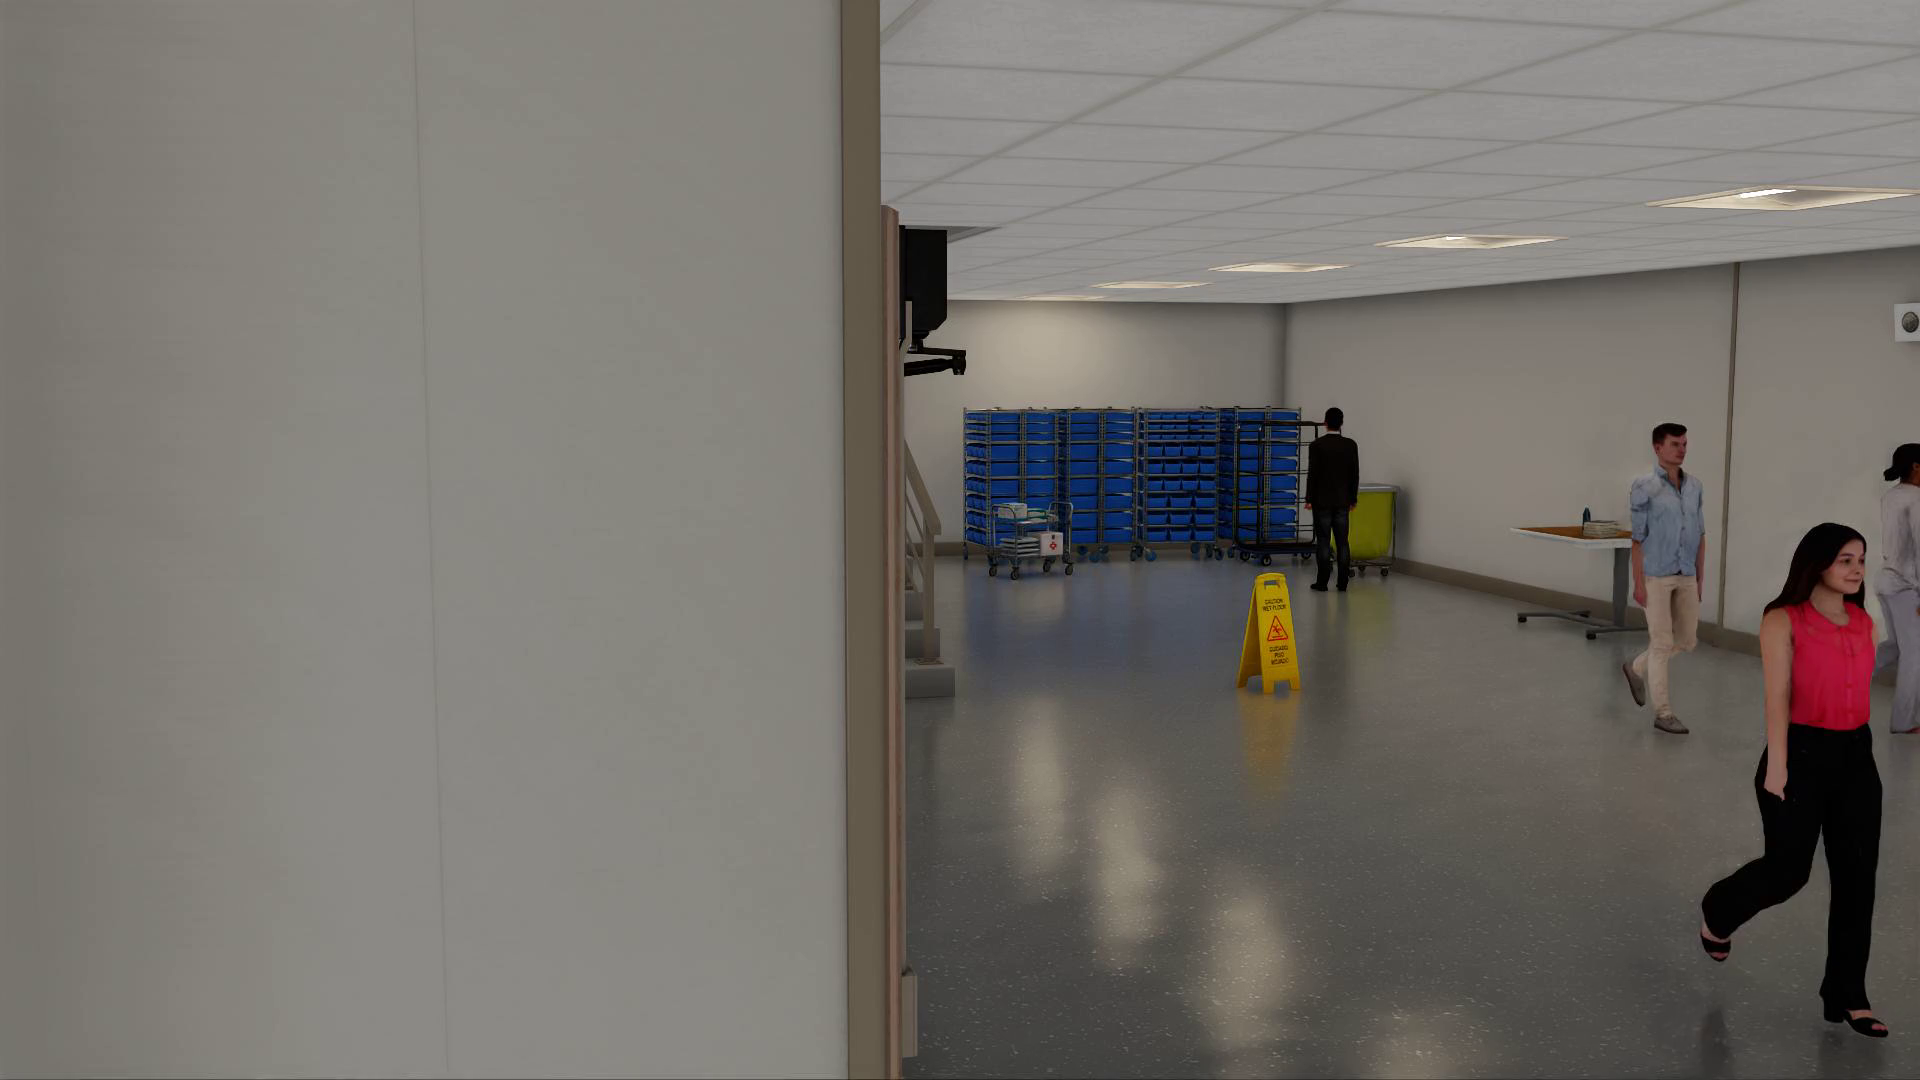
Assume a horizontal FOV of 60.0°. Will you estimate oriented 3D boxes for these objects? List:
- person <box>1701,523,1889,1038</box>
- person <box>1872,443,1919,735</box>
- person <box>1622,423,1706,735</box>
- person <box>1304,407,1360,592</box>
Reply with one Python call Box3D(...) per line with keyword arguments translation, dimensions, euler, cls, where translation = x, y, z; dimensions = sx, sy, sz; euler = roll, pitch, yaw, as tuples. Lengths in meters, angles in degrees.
Box3D(translation=(2.779, 0.772, 5.512), dimensions=(0.607, 1.637, 0.922), euler=(-1, 6, -13), cls="person")
Box3D(translation=(5.514, 0.293, 9.864), dimensions=(0.895, 1.720, 0.893), euler=(1, 6, 11), cls="person")
Box3D(translation=(4.214, 0.218, 10.055), dimensions=(0.650, 1.832, 0.923), euler=(-1, 6, -13), cls="person")
Box3D(translation=(3.661, -0.405, 16.379), dimensions=(0.715, 1.805, 0.573), euler=(-1, 6, -7), cls="person")
